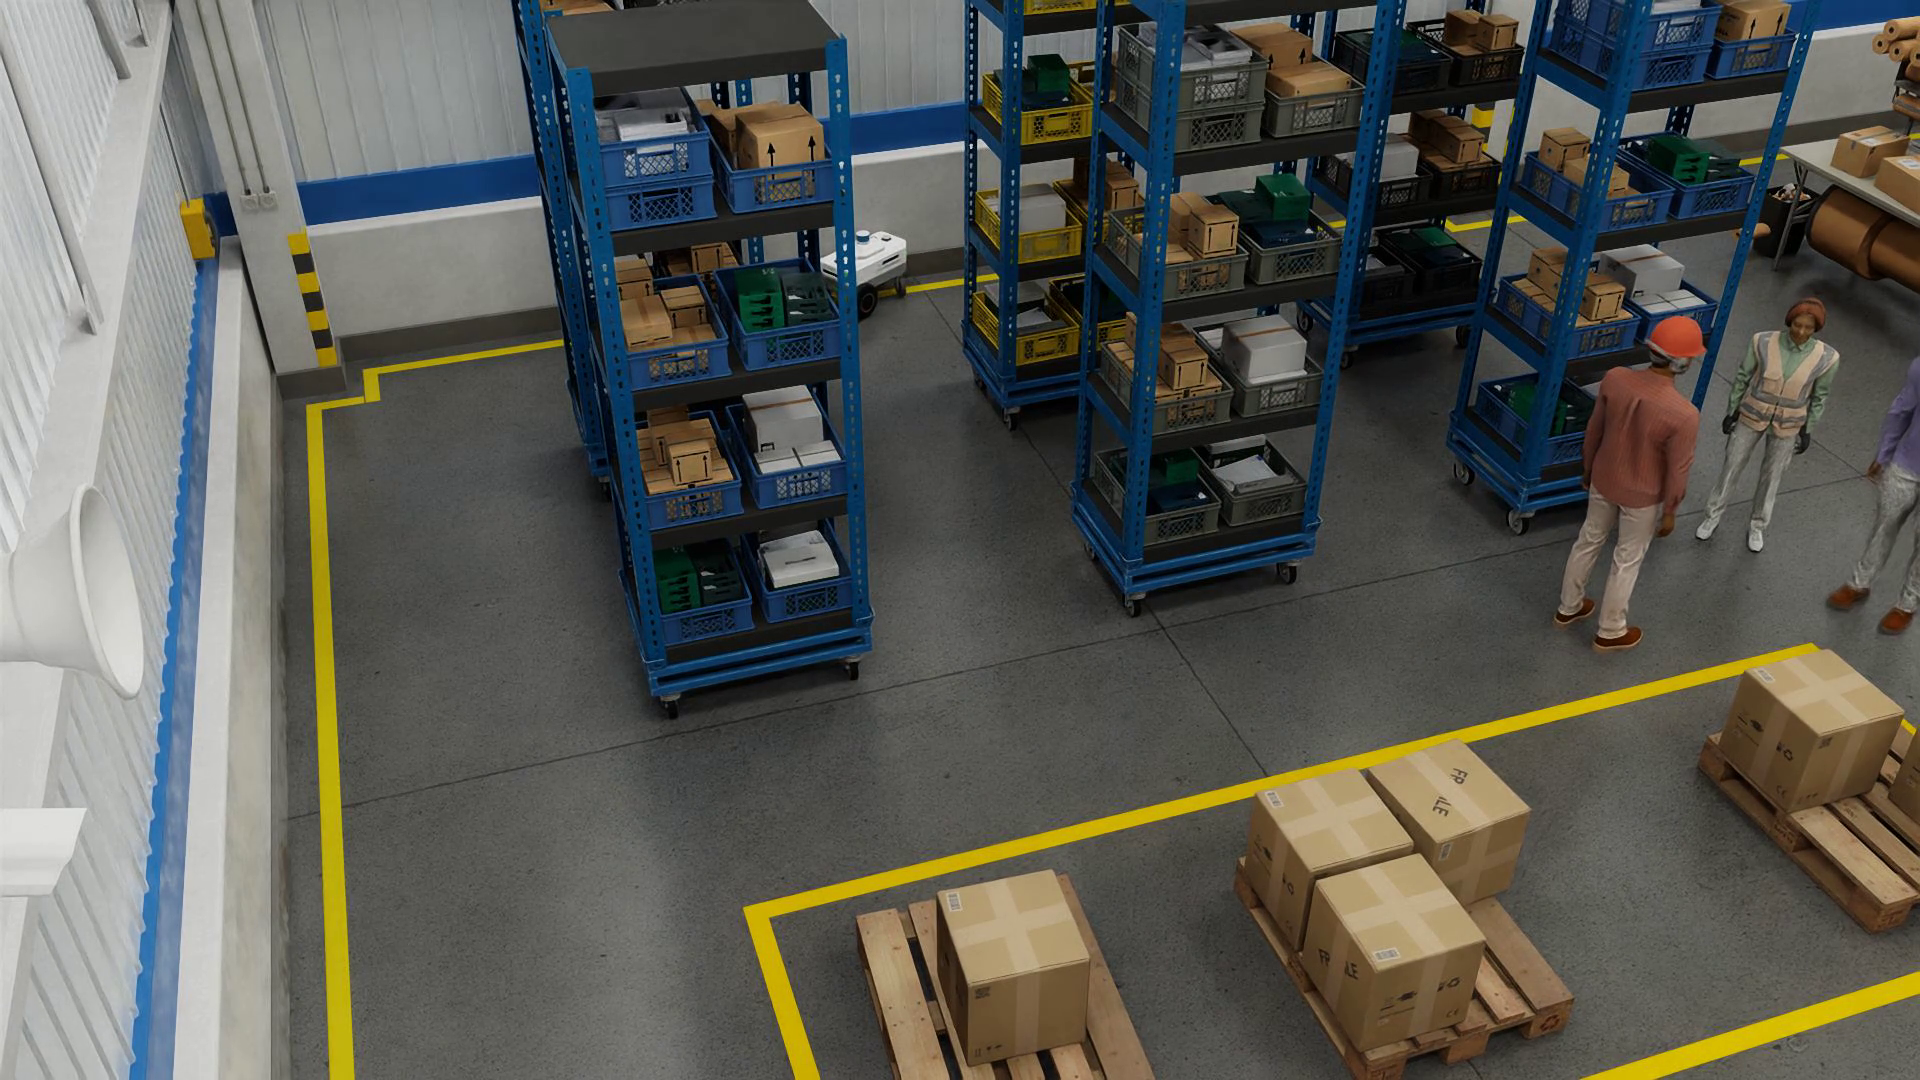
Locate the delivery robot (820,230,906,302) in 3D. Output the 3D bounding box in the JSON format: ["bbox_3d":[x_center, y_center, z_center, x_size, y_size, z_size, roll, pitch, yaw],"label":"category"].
[{"bbox_3d":[-0.735,-2.128,12.726,0.477,0.478,0.707,26,43,32],"label":"delivery robot"}]

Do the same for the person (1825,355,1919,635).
[{"bbox_3d":[5.314,-0.365,9.113,0.354,1.937,0.635,-21,40,-27],"label":"person"}]

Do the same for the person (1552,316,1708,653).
[{"bbox_3d":[3.629,-0.300,8.974,0.395,1.990,0.619,-20,40,-25],"label":"person"}]

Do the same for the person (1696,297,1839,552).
[{"bbox_3d":[4.780,-0.688,9.827,0.513,1.639,0.307,16,38,21],"label":"person"}]
